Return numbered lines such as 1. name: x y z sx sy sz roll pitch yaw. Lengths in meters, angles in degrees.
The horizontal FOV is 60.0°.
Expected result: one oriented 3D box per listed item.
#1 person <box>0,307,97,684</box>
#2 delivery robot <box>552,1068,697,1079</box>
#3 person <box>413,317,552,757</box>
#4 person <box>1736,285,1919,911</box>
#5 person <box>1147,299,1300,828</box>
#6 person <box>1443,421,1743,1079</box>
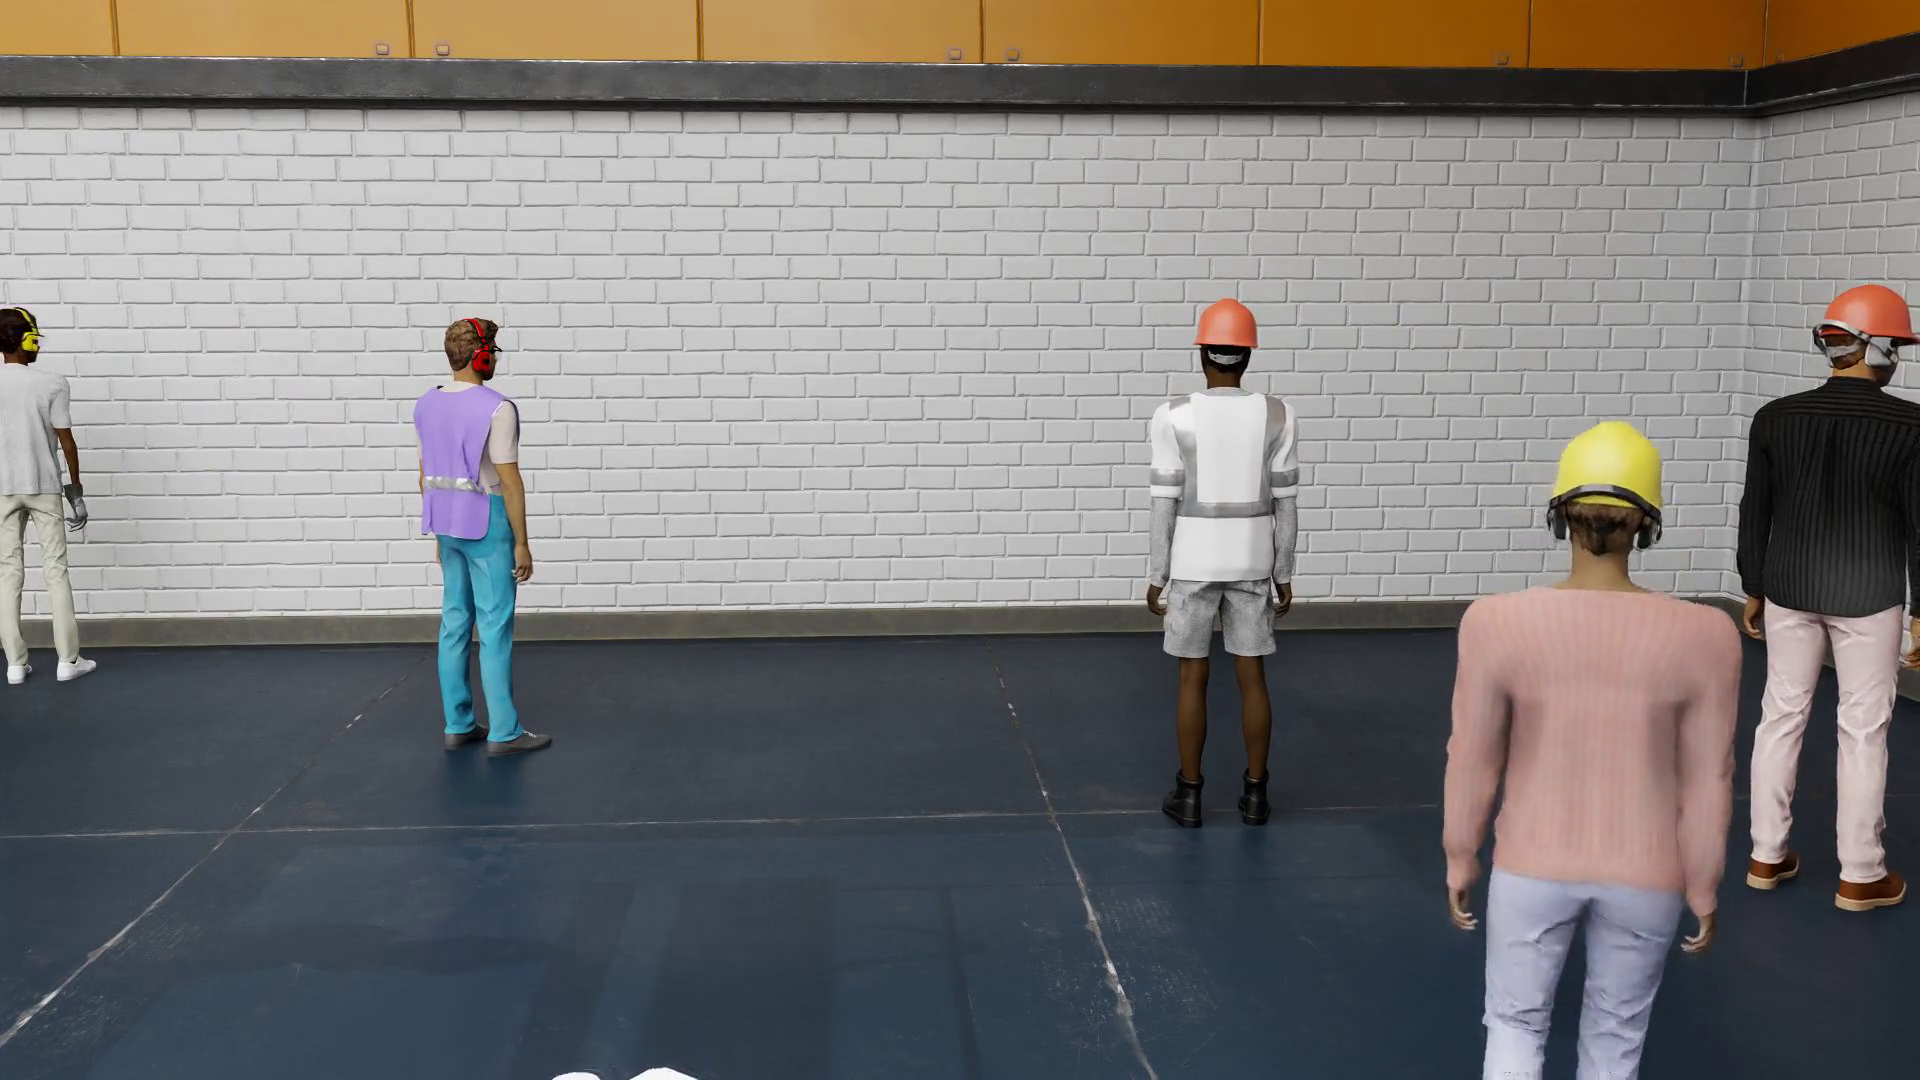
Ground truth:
1. person: -4.637 -0.217 8.269 0.535 1.865 0.311 -2 9 -14
2. delivery robot: -0.698 1.221 3.046 0.477 0.478 0.707 6 11 35
3. person: -2.044 -0.006 7.004 0.566 1.847 0.389 5 10 30
4. person: 2.834 0.183 5.368 0.396 1.988 0.614 -8 12 -40
5. person: 0.953 0.091 6.111 0.551 1.935 0.369 0 9 -3
6. person: 1.200 0.649 3.207 0.529 1.749 0.641 3 10 20
